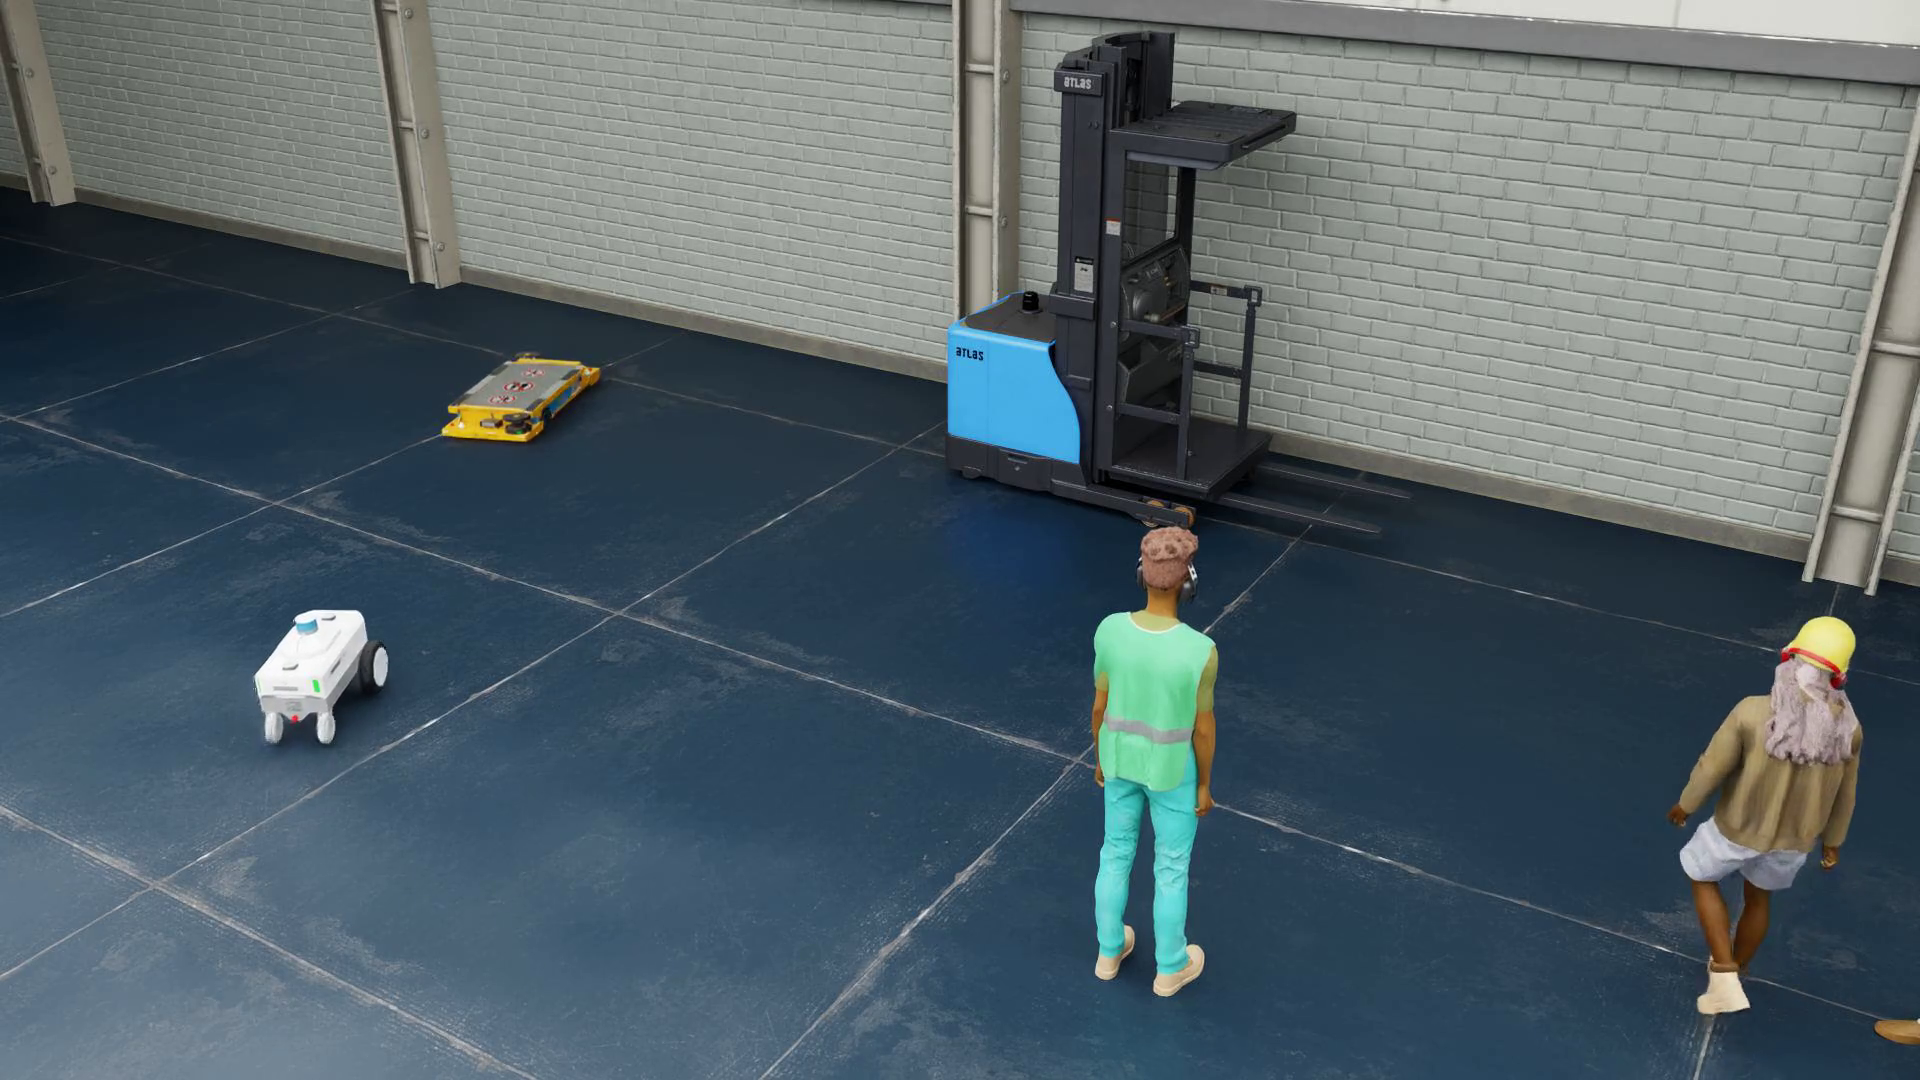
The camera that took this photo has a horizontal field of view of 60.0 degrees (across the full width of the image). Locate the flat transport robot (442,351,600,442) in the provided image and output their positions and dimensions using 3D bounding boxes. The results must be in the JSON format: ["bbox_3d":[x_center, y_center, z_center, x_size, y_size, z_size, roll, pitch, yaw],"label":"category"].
[{"bbox_3d":[-3.293,-1.087,12.559,0.659,0.231,1.431,4,26,9],"label":"flat transport robot"}]

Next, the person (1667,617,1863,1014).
[{"bbox_3d":[3.025,1.072,6.270,0.595,1.736,0.516,3,25,6],"label":"person"}]

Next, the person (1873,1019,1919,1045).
[{"bbox_3d":[3.703,1.165,5.893,0.359,1.897,0.570,3,25,7],"label":"person"}]

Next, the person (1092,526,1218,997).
[{"bbox_3d":[0.732,0.878,6.405,0.485,1.977,0.391,13,28,26],"label":"person"}]

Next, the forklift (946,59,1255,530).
[{"bbox_3d":[0.933,-1.707,10.833,1.873,2.768,1.129,15,29,28],"label":"forklift"}]

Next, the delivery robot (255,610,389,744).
[{"bbox_3d":[-3.306,0.657,8.544,0.499,0.602,0.801,1,25,1],"label":"delivery robot"}]
